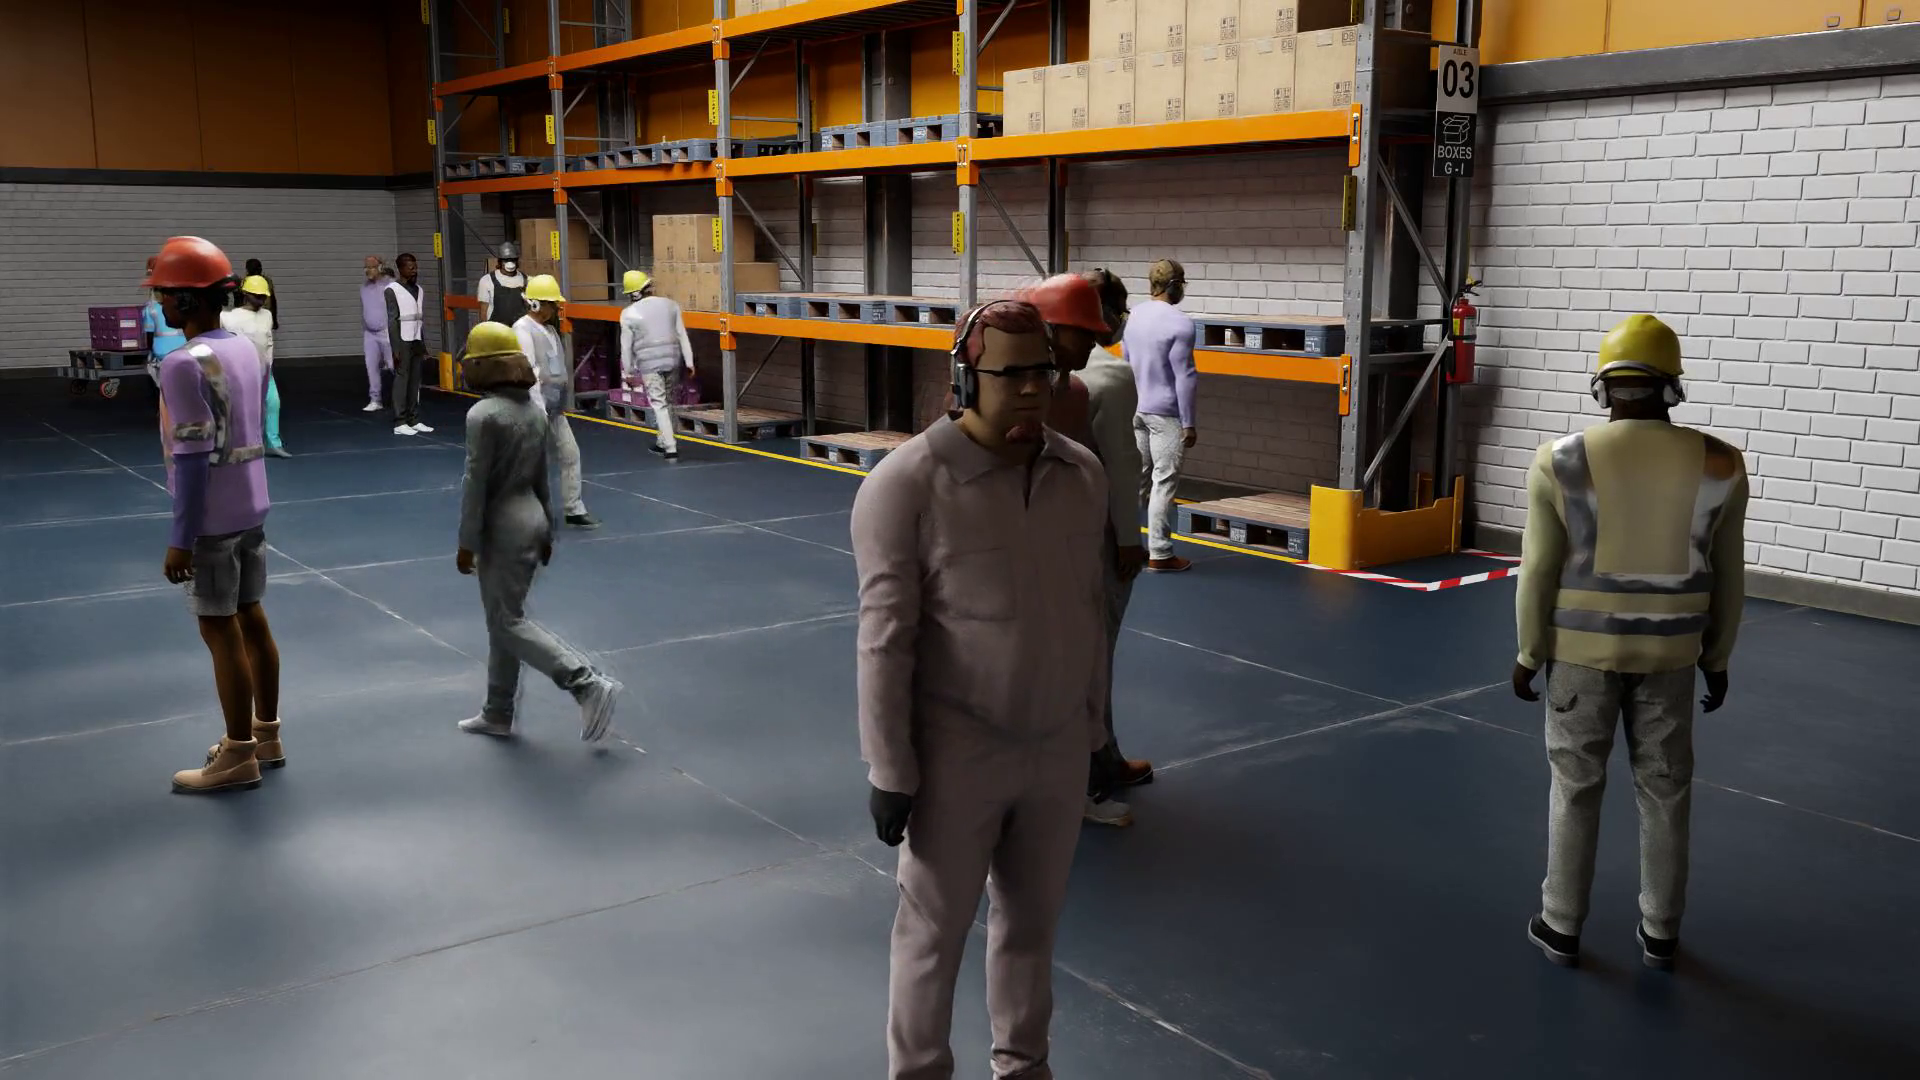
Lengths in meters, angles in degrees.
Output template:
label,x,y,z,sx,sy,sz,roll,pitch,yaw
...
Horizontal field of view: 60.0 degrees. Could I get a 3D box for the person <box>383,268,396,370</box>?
label,x,y,z,sx,sy,sz,roll,pitch,yaw
person,-9.126,-3.543,26.676,0.507,1.632,0.267,-6,12,-28

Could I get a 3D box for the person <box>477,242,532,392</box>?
label,x,y,z,sx,sy,sz,roll,pitch,yaw
person,-5.097,-2.362,18.921,0.674,2.000,0.535,-6,12,-31

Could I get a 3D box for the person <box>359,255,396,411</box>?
label,x,y,z,sx,sy,sz,roll,pitch,yaw
person,-6.990,-2.520,20.246,0.649,1.883,0.730,3,11,18

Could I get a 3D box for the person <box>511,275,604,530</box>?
label,x,y,z,sx,sy,sz,roll,pitch,yaw
person,-2.839,-0.923,11.532,0.770,1.799,0.604,2,10,13

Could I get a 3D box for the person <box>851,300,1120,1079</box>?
label,x,y,z,sx,sy,sz,roll,pitch,yaw
person,0.090,0.445,3.576,0.652,1.906,0.402,-7,12,-35

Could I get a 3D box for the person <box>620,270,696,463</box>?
label,x,y,z,sx,sy,sz,roll,pitch,yaw
person,-2.852,-1.612,15.473,0.661,1.771,0.766,-7,12,-36

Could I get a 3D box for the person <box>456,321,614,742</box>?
label,x,y,z,sx,sy,sz,roll,pitch,yaw
person,-1.737,-0.015,6.694,0.726,1.713,0.529,3,10,15

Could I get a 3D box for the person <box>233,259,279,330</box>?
label,x,y,z,sx,sy,sz,roll,pitch,yaw
person,-10.438,-3.243,24.562,0.686,1.807,0.644,5,11,28

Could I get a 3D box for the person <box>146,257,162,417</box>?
label,x,y,z,sx,sy,sz,roll,pitch,yaw
person,-9.157,-2.323,19.212,0.575,1.867,0.472,7,12,35

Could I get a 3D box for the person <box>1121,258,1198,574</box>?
label,x,y,z,sx,sy,sz,roll,pitch,yaw
person,1.230,-0.762,10.268,0.361,1.932,0.627,-6,12,-32

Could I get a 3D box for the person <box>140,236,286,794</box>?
label,x,y,z,sx,sy,sz,roll,pitch,yaw
person,-2.763,-0.086,6.154,0.366,2.047,0.607,0,10,0

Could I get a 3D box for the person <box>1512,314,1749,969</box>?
label,x,y,z,sx,sy,sz,roll,pitch,yaw
person,1.846,0.292,4.642,0.599,1.827,0.404,1,10,8

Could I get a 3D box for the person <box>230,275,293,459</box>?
label,x,y,z,sx,sy,sz,roll,pitch,yaw
person,-6.588,-1.599,15.523,0.725,1.715,0.550,5,12,28

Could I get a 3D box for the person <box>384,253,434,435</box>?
label,x,y,z,sx,sy,sz,roll,pitch,yaw
person,-5.894,-2.085,17.710,0.373,1.917,0.594,2,10,14

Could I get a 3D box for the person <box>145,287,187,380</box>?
label,x,y,z,sx,sy,sz,roll,pitch,yaw
person,-8.500,-2.021,18.048,0.546,1.658,0.787,-3,11,-15

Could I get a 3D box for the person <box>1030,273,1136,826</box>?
label,x,y,z,sx,sy,sz,roll,pitch,yaw
person,0.158,0.036,5.836,0.876,1.937,0.641,8,13,37

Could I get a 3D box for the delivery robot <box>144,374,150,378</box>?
label,x,y,z,sx,sy,sz,roll,pitch,yaw
delivery robot,-11.111,-2.465,23.395,0.707,0.478,0.477,-1,10,-5

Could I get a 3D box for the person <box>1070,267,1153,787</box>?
label,x,y,z,sx,sy,sz,roll,pitch,yaw
person,0.473,-0.043,6.233,0.372,1.934,0.627,-6,12,-31

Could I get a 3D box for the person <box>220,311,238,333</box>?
label,x,y,z,sx,sy,sz,roll,pitch,yaw
person,-5.095,-0.924,11.331,0.528,1.876,0.323,6,12,32
